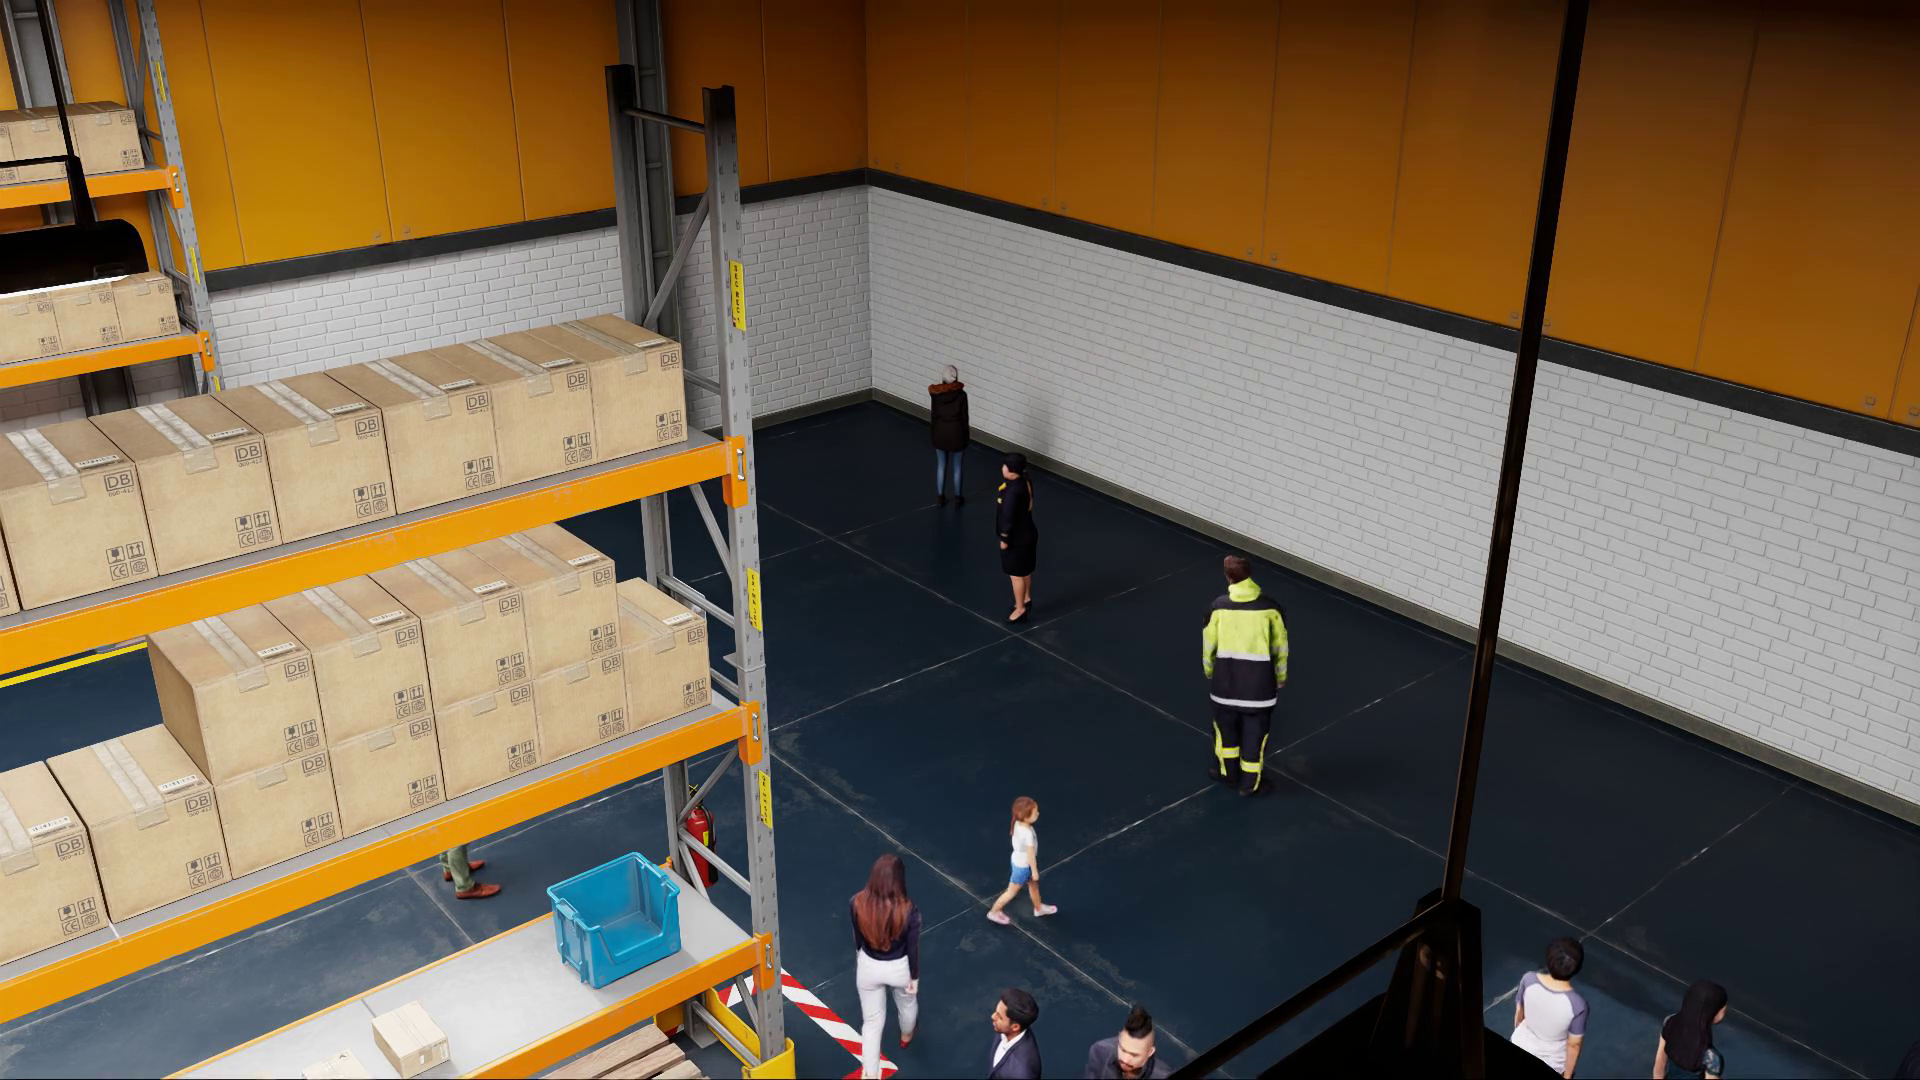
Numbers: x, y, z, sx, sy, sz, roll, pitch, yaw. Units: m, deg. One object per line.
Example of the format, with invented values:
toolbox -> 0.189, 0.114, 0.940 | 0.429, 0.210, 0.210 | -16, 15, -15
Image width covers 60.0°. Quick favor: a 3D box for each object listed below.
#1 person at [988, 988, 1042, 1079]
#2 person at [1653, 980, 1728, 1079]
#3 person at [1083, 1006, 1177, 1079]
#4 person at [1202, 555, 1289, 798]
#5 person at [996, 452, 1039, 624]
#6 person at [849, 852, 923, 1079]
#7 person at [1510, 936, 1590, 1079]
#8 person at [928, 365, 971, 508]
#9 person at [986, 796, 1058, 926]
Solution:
person -> 0.290, 3.059, 8.681 | 0.704, 1.726, 0.713 | -4, 24, -9
person -> 3.760, 3.041, 8.714 | 0.599, 1.733, 0.618 | -9, 25, -19
person -> 0.892, 3.068, 8.506 | 0.847, 1.850, 0.892 | 20, 31, 38
person -> 2.208, 1.071, 12.951 | 0.943, 1.947, 0.944 | 13, 27, 28
person -> 0.552, -0.026, 15.810 | 0.863, 1.668, 0.768 | 7, 24, 15
person -> -0.459, 2.607, 9.907 | 1.020, 1.573, 1.109 | 3, 24, 7
person -> 3.209, 2.906, 9.280 | 0.723, 1.526, 1.089 | 17, 29, 33
person -> -0.107, -1.158, 18.442 | 0.732, 1.634, 0.776 | 5, 24, 12
person -> 0.386, 2.226, 11.494 | 0.787, 0.999, 0.643 | -3, 24, -7
